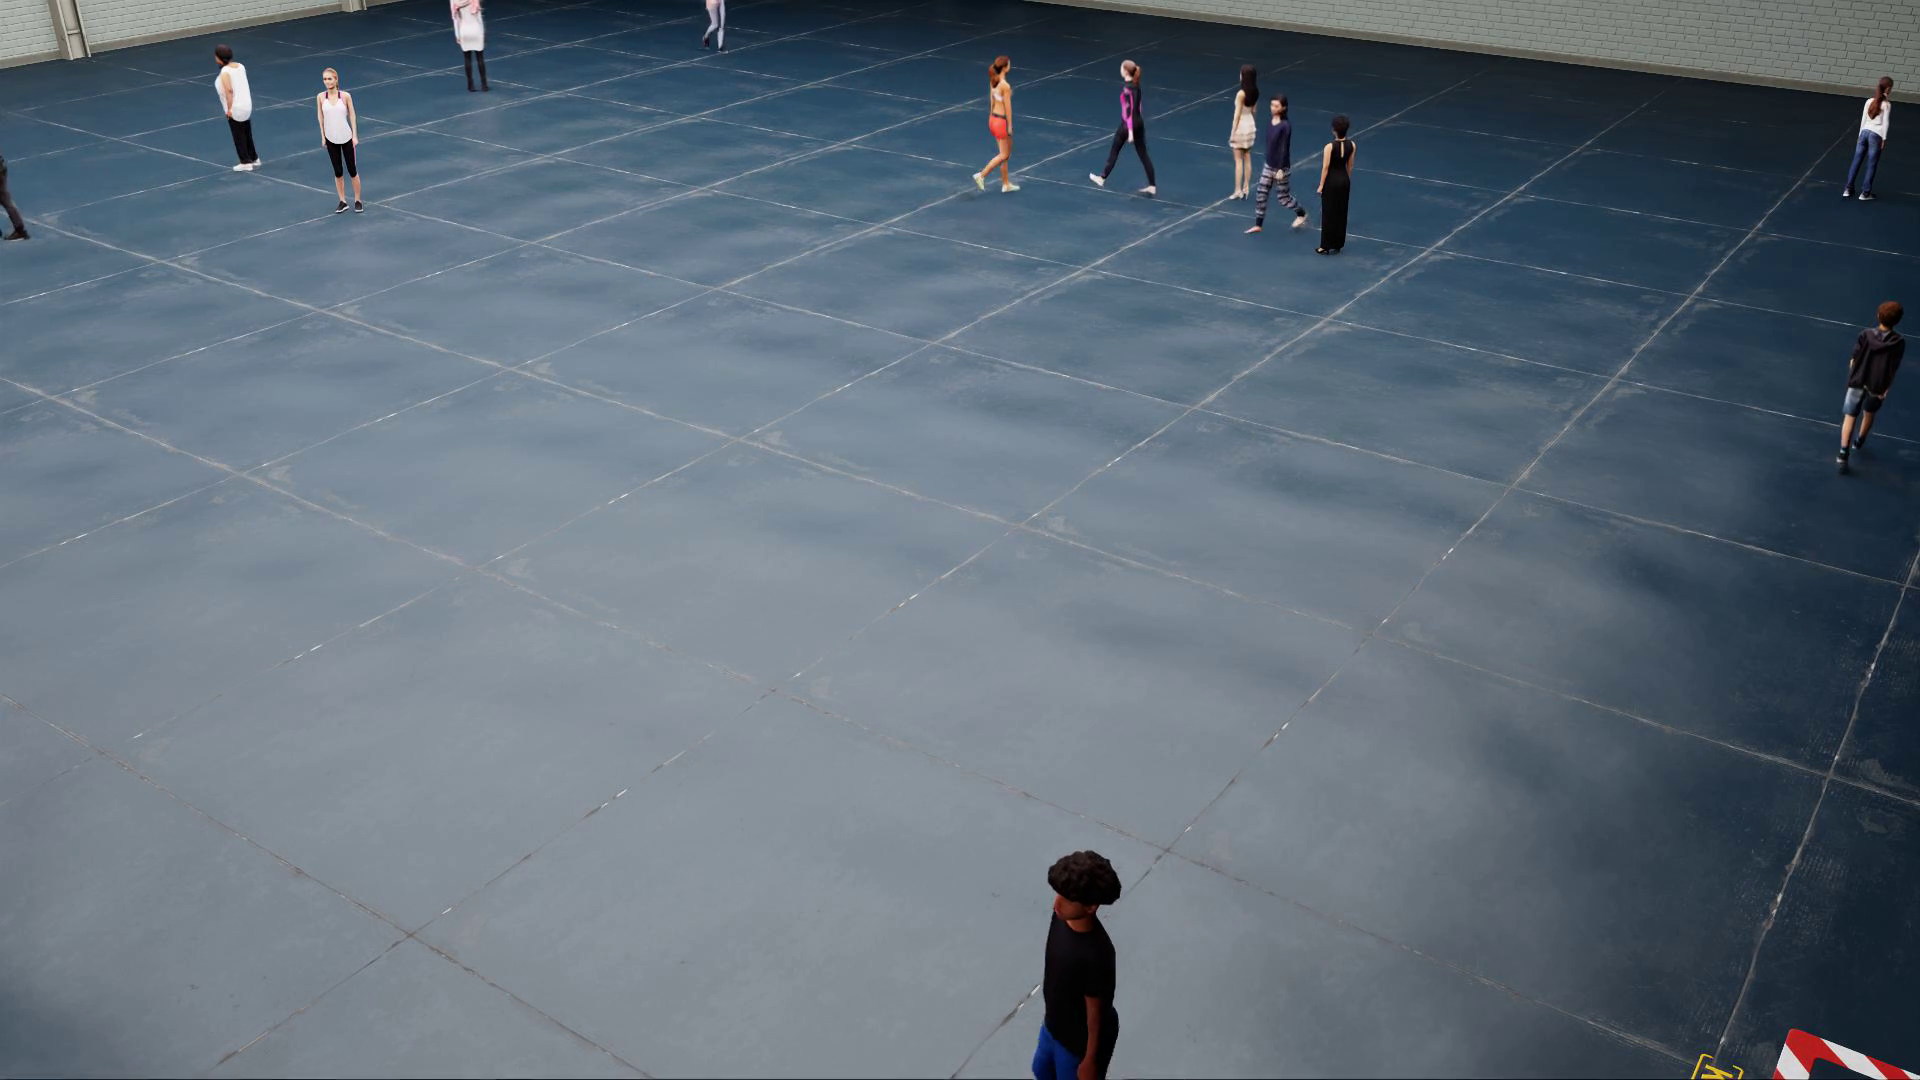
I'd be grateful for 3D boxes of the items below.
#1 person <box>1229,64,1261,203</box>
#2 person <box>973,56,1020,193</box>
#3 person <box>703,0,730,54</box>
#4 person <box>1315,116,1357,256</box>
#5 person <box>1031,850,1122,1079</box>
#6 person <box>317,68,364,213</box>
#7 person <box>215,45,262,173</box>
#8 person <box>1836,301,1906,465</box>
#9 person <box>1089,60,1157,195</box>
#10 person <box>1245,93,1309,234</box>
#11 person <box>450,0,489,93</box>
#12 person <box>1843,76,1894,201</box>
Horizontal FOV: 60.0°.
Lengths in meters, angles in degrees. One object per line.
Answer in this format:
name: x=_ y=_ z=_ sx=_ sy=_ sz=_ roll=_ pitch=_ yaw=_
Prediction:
person: x=3.671 y=-5.246 z=21.426 sx=0.530 sy=1.737 sz=0.678 roll=-22 pitch=34 yaw=-36
person: x=0.460 y=-5.359 z=21.608 sx=1.035 sy=1.771 sz=0.820 roll=-16 pitch=31 yaw=-27
person: x=-4.460 y=-9.703 z=30.108 sx=0.657 sy=1.712 sz=0.753 roll=23 pitch=35 yaw=37
person: x=4.392 y=-4.140 z=19.419 sx=0.609 sy=1.608 sz=0.716 roll=-12 pitch=29 yaw=-21
person: x=0.588 y=2.068 z=7.169 sx=0.952 sy=1.785 sz=0.837 roll=-12 pitch=30 yaw=-22
person: x=-7.818 y=-5.044 z=20.978 sx=0.678 sy=1.788 sz=0.724 roll=-3 pitch=27 yaw=-5
person: x=-9.952 y=-5.942 z=22.831 sx=0.818 sy=1.687 sz=0.706 roll=3 pitch=27 yaw=7
person: x=7.695 y=-1.304 z=14.125 sx=0.595 sy=1.412 sz=1.008 roll=15 pitch=31 yaw=26
person: x=2.290 y=-5.297 z=21.590 sx=0.648 sy=1.678 sz=1.106 roll=19 pitch=33 yaw=32
person: x=3.904 y=-4.524 z=20.067 sx=1.132 sy=1.697 sz=0.935 roll=-12 pitch=29 yaw=-21
person: x=-8.020 y=-8.267 z=27.223 sx=0.716 sy=1.801 sz=0.786 roll=-6 pitch=28 yaw=-12
person: x=11.808 y=-5.216 z=21.560 sx=0.624 sy=1.560 sz=0.602 roll=-17 pitch=32 yaw=-29
